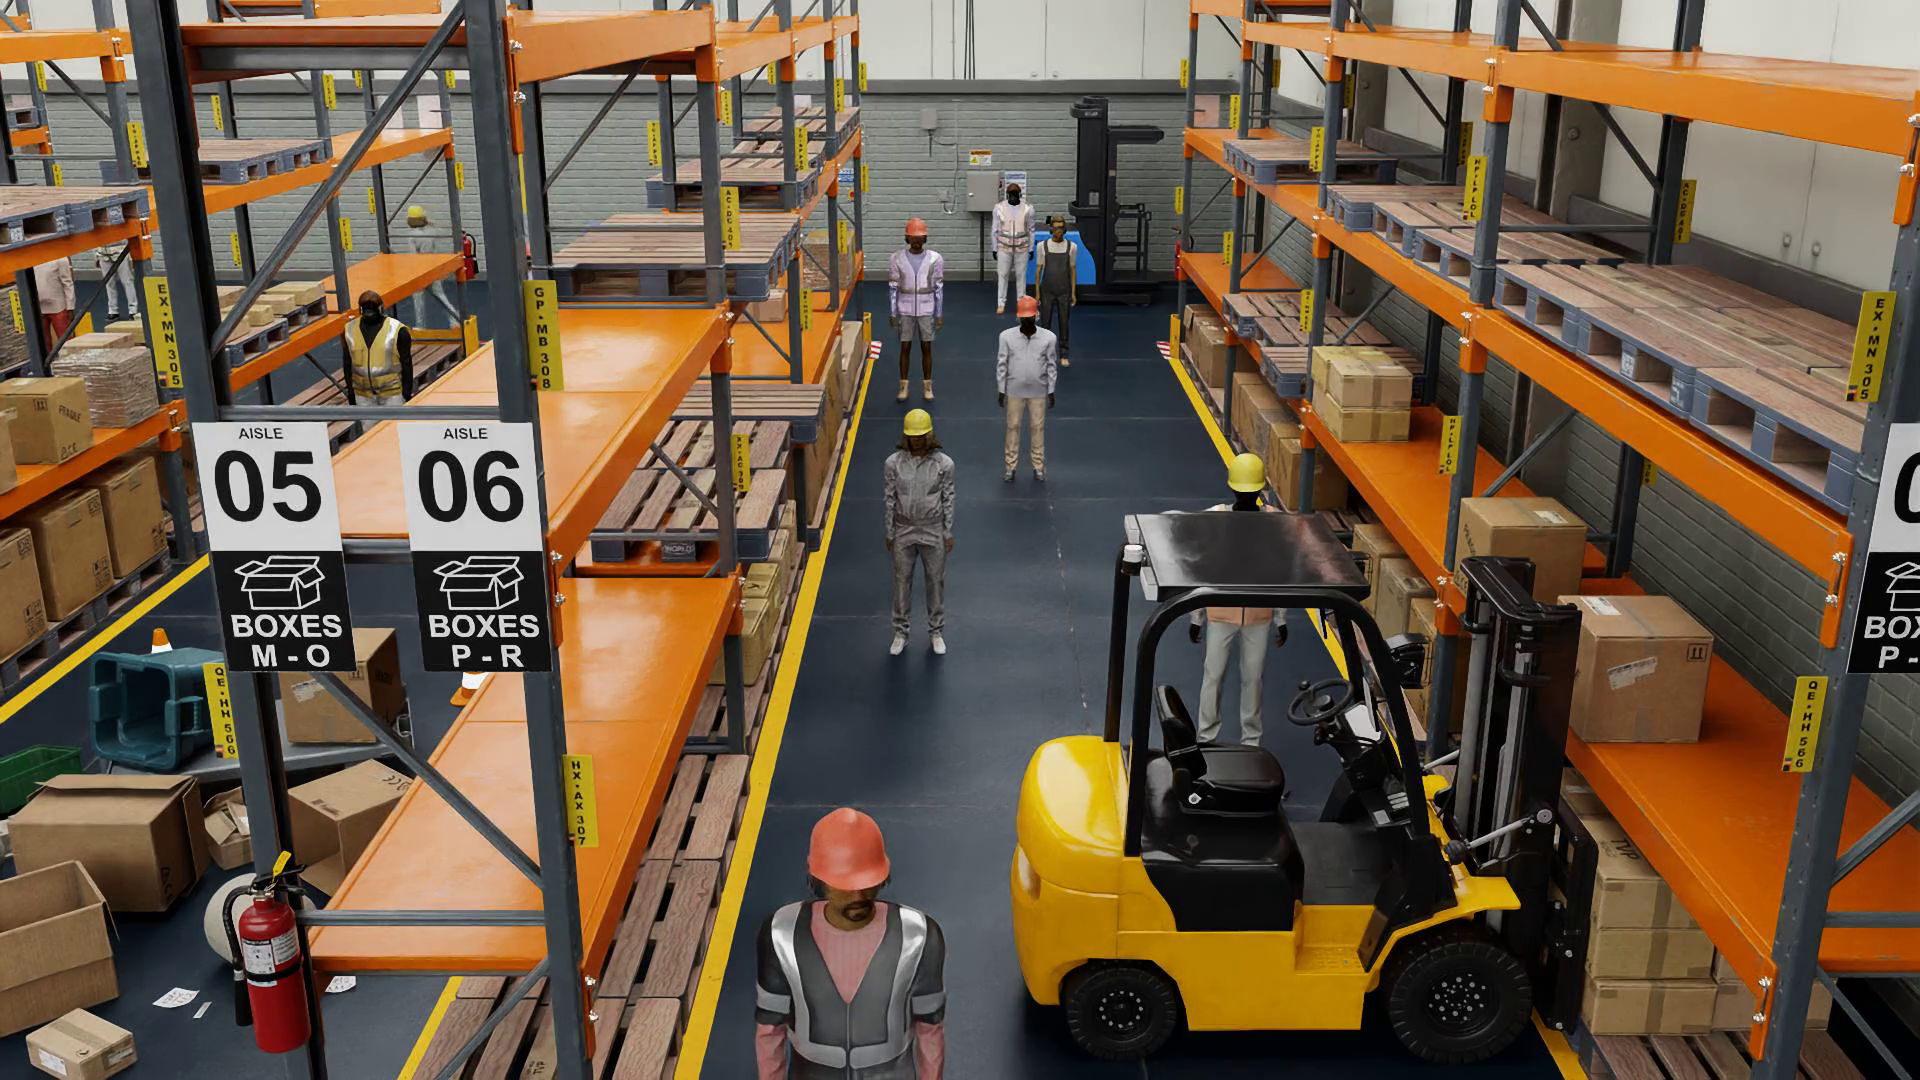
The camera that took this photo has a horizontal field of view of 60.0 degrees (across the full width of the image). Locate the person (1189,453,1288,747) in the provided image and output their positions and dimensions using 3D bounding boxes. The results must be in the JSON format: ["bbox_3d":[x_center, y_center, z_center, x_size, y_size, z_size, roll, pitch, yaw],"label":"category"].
[{"bbox_3d":[1.632,0.423,9.707,0.594,1.926,0.366,0,18,0],"label":"person"}]

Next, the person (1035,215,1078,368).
[{"bbox_3d":[1.164,-3.013,20.223,0.514,1.846,0.338,0,18,0],"label":"person"}]

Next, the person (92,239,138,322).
[{"bbox_3d":[-11.720,-3.933,23.025,0.600,1.832,0.404,0,18,0],"label":"person"}]

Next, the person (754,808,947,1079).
[{"bbox_3d":[-0.350,1.795,5.368,0.615,2.047,0.359,0,18,0],"label":"person"}]

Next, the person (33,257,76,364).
[{"bbox_3d":[-10.339,-2.632,18.838,0.622,1.994,0.381,0,18,0],"label":"person"}]

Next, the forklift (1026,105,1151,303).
[{"bbox_3d":[1.857,-4.944,24.441,1.873,2.768,1.129,0,18,0],"label":"forklift"}]

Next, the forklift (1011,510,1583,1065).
[{"bbox_3d":[1.387,1.055,7.378,2.313,2.155,1.214,0,18,0],"label":"forklift"}]

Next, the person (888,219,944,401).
[{"bbox_3d":[-0.489,-2.541,18.505,0.625,2.038,0.411,0,18,0],"label":"person"}]

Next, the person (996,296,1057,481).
[{"bbox_3d":[0.621,-1.410,15.521,0.573,1.750,0.329,0,18,0],"label":"person"}]

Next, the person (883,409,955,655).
[{"bbox_3d":[-0.281,-0.050,11.427,0.493,1.743,0.295,0,18,0],"label":"person"}]

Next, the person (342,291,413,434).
[{"bbox_3d":[-5.333,-1.362,15.253,0.638,1.839,0.431,0,18,1],"label":"person"}]

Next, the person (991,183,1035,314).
[{"bbox_3d":[0.754,-4.133,23.616,0.633,1.843,0.429,0,18,0],"label":"person"}]

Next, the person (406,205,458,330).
[{"bbox_3d":[-7.096,-3.607,22.222,0.759,1.715,0.478,15,23,38],"label":"person"}]
